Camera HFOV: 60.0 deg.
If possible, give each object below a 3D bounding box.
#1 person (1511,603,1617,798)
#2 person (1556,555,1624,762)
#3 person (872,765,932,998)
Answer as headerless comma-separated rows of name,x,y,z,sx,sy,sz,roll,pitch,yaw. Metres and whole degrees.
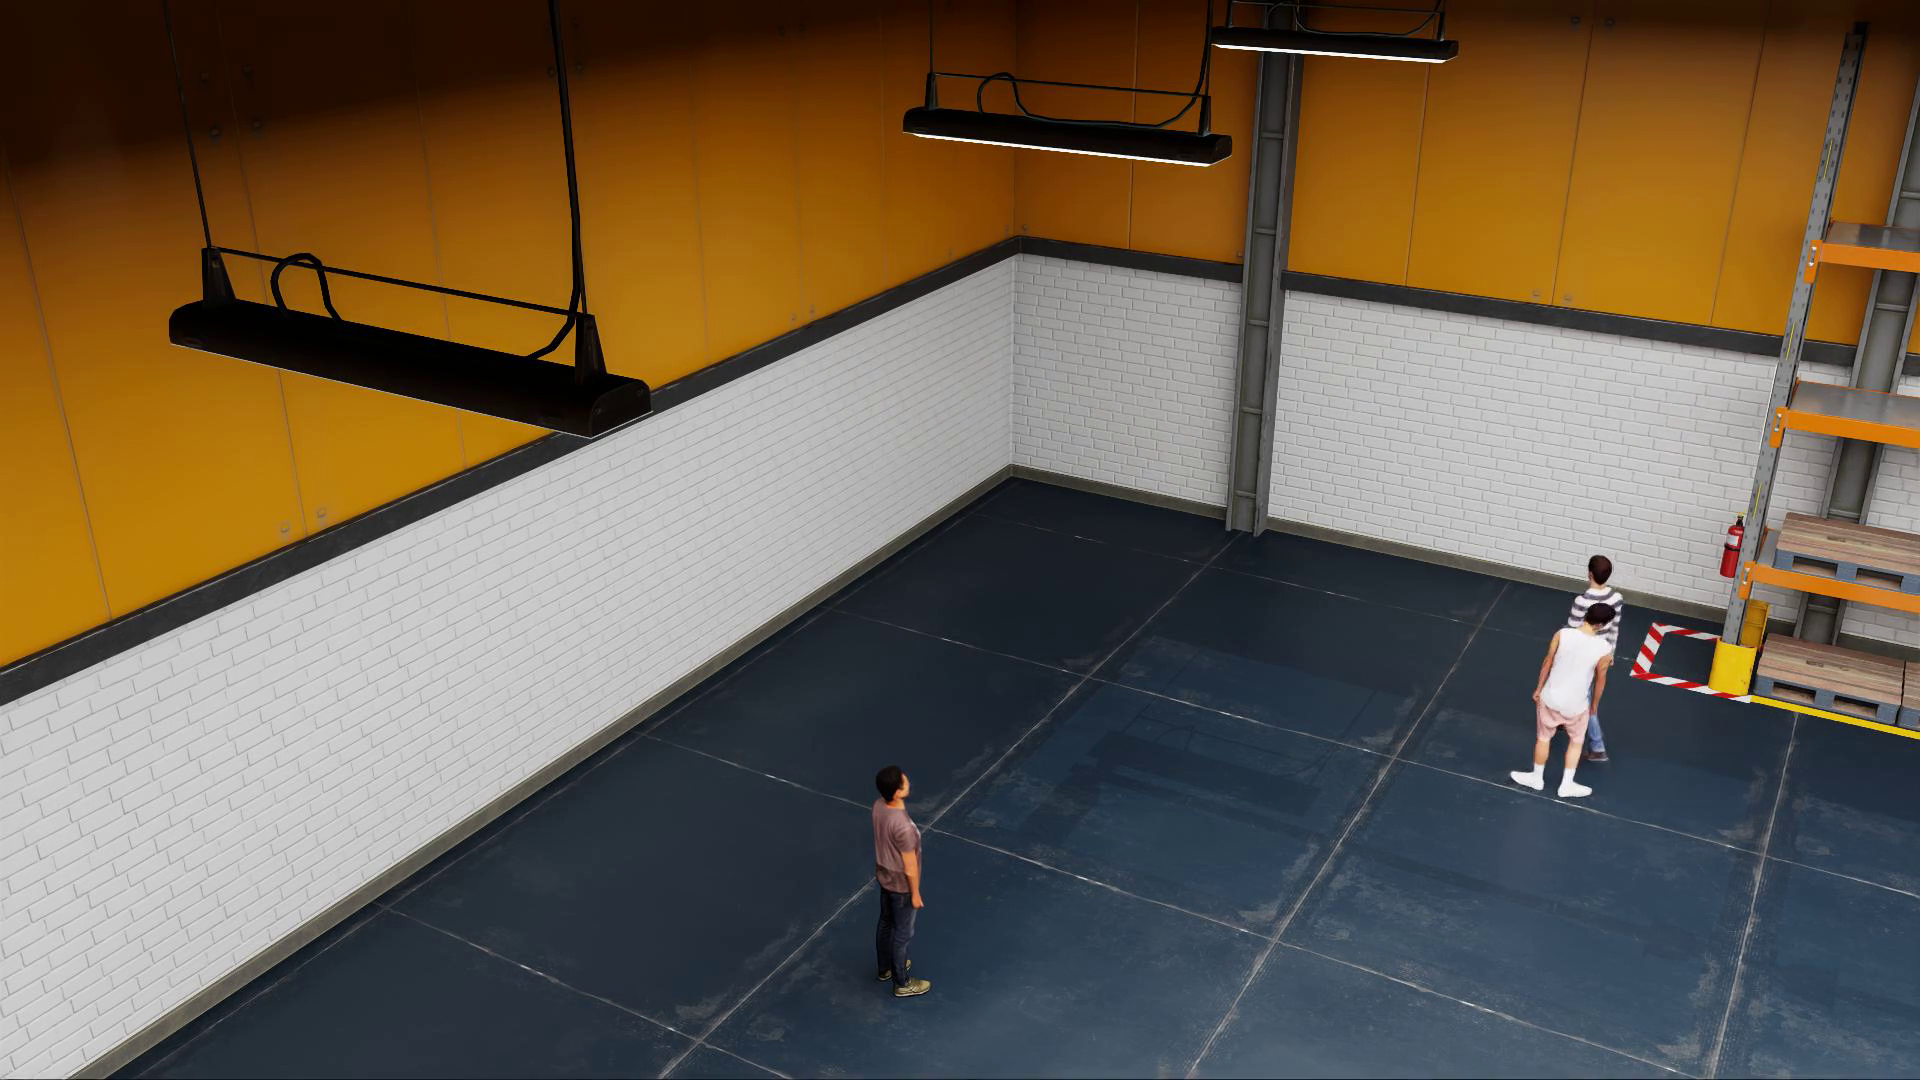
person,4.986,1.319,13.853,0.577,1.749,0.915,2,24,5
person,5.474,1.050,14.392,1.124,1.810,1.261,-9,25,-20
person,-0.444,2.338,11.484,0.769,1.780,0.657,-12,27,-26
